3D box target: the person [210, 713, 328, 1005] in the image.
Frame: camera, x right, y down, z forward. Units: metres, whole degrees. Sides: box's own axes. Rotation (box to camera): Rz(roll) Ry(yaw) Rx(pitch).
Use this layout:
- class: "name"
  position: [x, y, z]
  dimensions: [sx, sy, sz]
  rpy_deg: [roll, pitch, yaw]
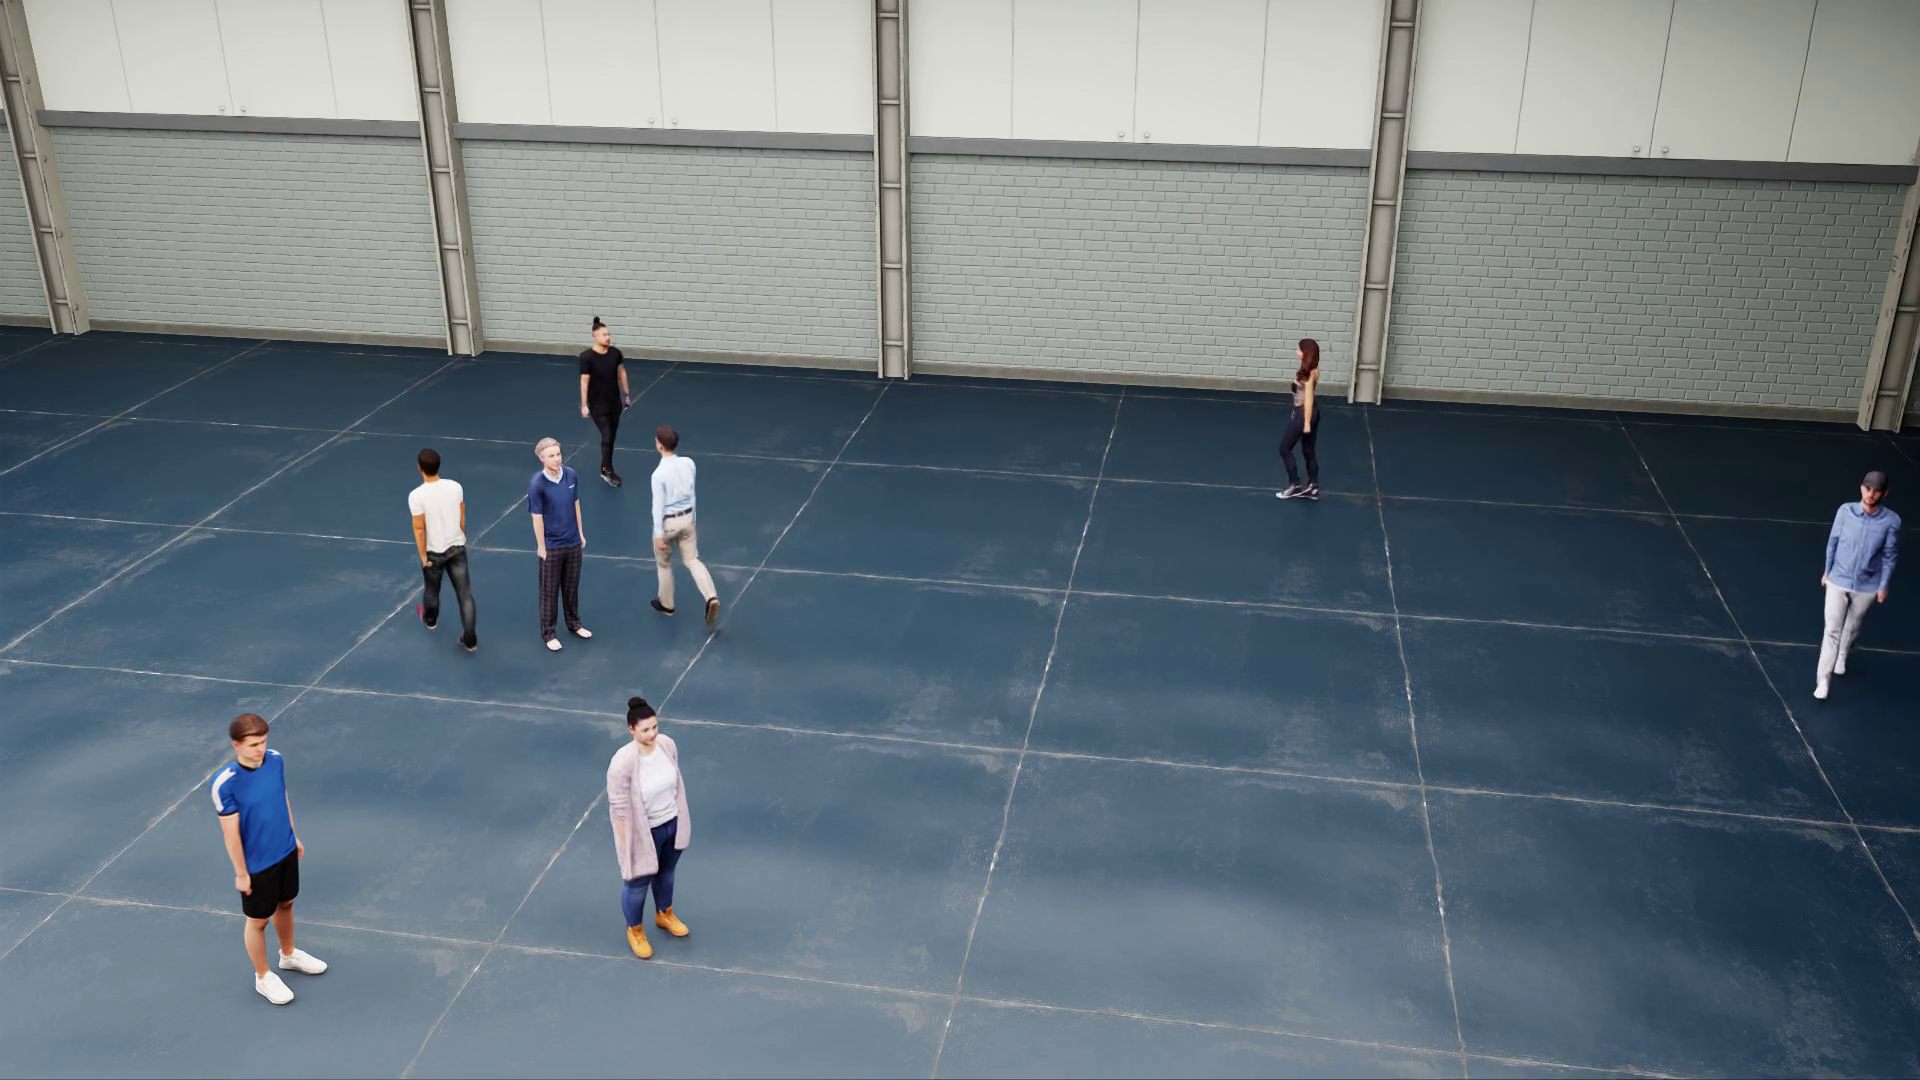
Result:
- class: "person"
  position: [-4.172, 1.860, 9.951]
  dimensions: [0.651, 1.865, 0.699]
  rpy_deg: [9, 25, 21]

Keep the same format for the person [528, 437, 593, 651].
- class: "person"
  position: [-3.461, 0.005, 14.305]
  dimensions: [0.755, 1.871, 0.745]
  rpy_deg: [20, 30, 39]

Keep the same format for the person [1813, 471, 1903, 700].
- class: "person"
  position: [7.324, 0.325, 13.587]
  dimensions: [1.164, 1.844, 0.992]
  rpy_deg: [13, 26, 29]

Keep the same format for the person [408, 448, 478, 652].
- class: "person"
  position: [-4.357, 0.117, 14.183]
  dimensions: [1.114, 1.760, 1.180]
  rpy_deg: [-16, 28, -33]

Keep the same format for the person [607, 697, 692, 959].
- class: "person"
  position: [-1.938, 1.756, 10.352]
  dimensions: [0.807, 1.743, 0.794]
  rpy_deg: [19, 29, 37]

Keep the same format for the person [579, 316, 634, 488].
- class: "person"
  position: [-3.879, -1.511, 17.900]
  dimensions: [0.908, 1.849, 0.860]
  rpy_deg: [20, 30, 38]

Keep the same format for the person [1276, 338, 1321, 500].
- class: "person"
  position: [3.714, -1.246, 17.400]
  dimensions: [0.708, 1.752, 0.670]
  rpy_deg: [8, 24, 18]

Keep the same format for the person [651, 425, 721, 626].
- class: "person"
  position: [-2.453, -0.101, 14.621]
  dimensions: [1.208, 1.820, 1.057]
  rpy_deg: [21, 31, 40]
